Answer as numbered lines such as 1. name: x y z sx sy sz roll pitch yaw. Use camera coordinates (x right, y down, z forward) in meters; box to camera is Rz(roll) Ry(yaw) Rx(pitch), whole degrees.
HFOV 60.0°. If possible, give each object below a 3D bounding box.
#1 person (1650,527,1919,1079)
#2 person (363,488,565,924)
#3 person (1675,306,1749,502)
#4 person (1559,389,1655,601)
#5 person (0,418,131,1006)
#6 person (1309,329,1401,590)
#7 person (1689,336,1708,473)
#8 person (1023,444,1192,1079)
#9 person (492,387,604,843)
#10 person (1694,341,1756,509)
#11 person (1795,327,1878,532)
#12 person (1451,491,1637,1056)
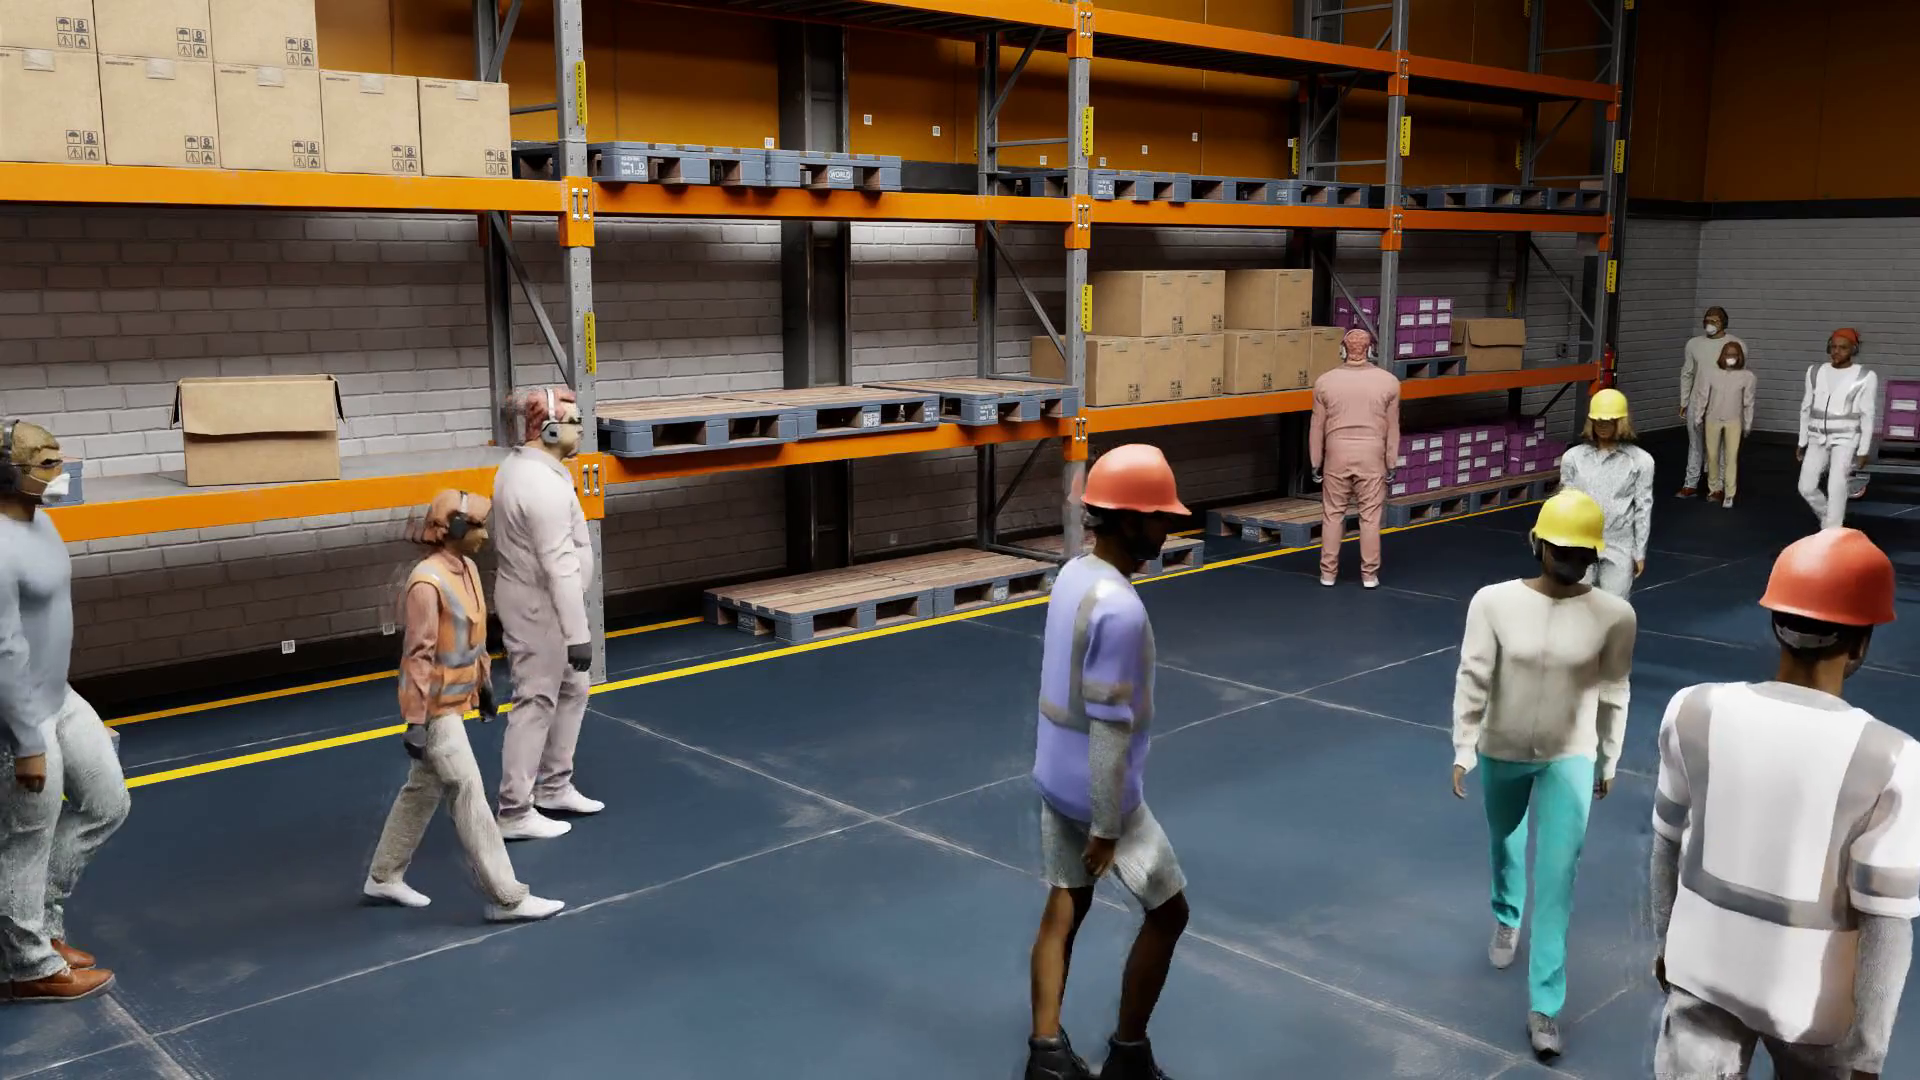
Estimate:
1. person: 1.663 0.914 3.443 0.558 1.899 0.978 9 13 42
2. person: -1.878 0.608 6.079 0.784 1.590 0.586 0 10 1
3. person: 7.469 -1.352 16.554 0.357 1.937 0.637 -9 13 -43
4. person: 3.466 0.047 8.987 0.486 1.731 0.347 5 11 26
5. person: -2.953 0.570 5.338 0.444 1.924 0.657 -2 10 -13
6. person: 2.877 -0.582 12.164 0.647 1.906 0.401 2 10 14
7. person: 8.516 -1.696 18.831 0.534 1.856 0.510 5 11 27
8. person: 0.456 0.682 4.711 0.629 1.914 0.566 -3 10 -15
9. person: -1.694 0.312 6.934 0.642 1.892 0.698 -5 11 -25
10. person: 7.476 -1.138 16.269 0.511 1.607 0.664 6 11 30
11. person: 7.056 -0.779 13.408 0.461 1.865 0.598 -7 12 -34
12. person: 1.864 0.676 5.348 0.531 1.710 0.950 3 10 18
